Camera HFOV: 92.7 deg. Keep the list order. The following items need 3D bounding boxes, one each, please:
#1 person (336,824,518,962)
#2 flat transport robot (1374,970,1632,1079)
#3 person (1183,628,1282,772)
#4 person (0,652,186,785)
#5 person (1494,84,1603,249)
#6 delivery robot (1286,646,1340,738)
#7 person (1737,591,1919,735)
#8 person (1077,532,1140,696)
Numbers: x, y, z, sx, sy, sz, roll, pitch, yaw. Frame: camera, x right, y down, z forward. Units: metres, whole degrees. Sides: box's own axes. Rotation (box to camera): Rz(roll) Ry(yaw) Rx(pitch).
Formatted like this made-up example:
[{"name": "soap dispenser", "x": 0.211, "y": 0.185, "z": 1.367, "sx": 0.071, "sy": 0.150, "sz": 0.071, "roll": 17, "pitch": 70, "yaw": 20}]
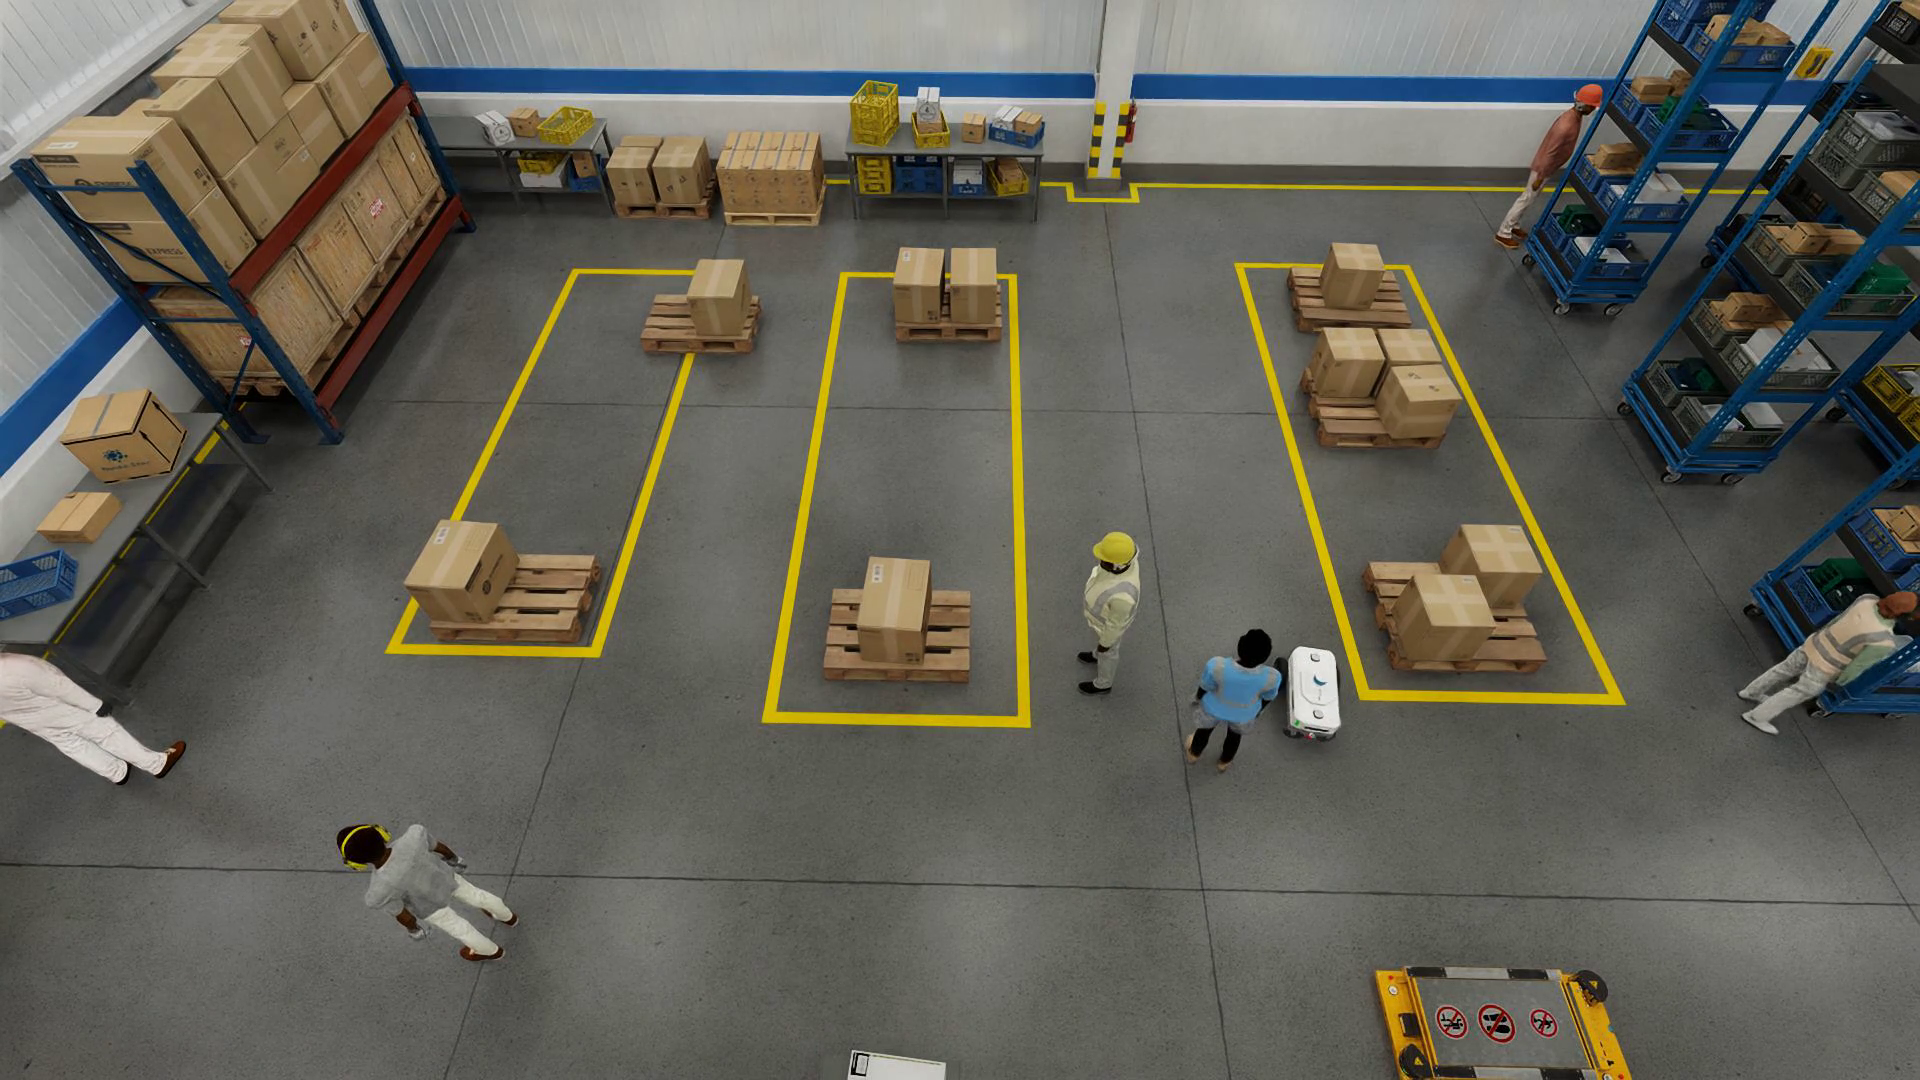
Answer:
[{"name": "person", "x": -3.264, "y": 2.187, "z": 5.665, "sx": 0.327, "sy": 1.865, "sz": 0.521, "roll": 9, "pitch": 51, "yaw": 7}, {"name": "flat transport robot", "x": 3.501, "y": 3.133, "z": 5.914, "sx": 1.431, "sy": 0.197, "sz": 0.652, "roll": 1, "pitch": 51, "yaw": 1}, {"name": "person", "x": 1.941, "y": 1.176, "z": 6.595, "sx": 0.537, "sy": 1.696, "sz": 0.317, "roll": 9, "pitch": 51, "yaw": 7}, {"name": "person", "x": -6.389, "y": 1.173, "z": 6.464, "sx": 0.638, "sy": 1.910, "sz": 0.407, "roll": -6, "pitch": 51, "yaw": -5}, {"name": "person", "x": 7.083, "y": -4.476, "z": 11.023, "sx": 0.402, "sy": 1.987, "sz": 0.608, "roll": 32, "pitch": 58, "yaw": 24}, {"name": "delivery robot", "x": 2.792, "y": 1.204, "z": 7.246, "sx": 0.477, "sy": 0.478, "sz": 0.707, "roll": 9, "pitch": 51, "yaw": 7}, {"name": "person", "x": 6.499, "y": 0.888, "z": 6.875, "sx": 0.316, "sy": 1.630, "sz": 0.513, "roll": 13, "pitch": 52, "yaw": 11}, {"name": "person", "x": 1.127, "y": 0.560, "z": 7.018, "sx": 0.403, "sy": 1.826, "sz": 0.594, "roll": 3, "pitch": 51, "yaw": 3}]
